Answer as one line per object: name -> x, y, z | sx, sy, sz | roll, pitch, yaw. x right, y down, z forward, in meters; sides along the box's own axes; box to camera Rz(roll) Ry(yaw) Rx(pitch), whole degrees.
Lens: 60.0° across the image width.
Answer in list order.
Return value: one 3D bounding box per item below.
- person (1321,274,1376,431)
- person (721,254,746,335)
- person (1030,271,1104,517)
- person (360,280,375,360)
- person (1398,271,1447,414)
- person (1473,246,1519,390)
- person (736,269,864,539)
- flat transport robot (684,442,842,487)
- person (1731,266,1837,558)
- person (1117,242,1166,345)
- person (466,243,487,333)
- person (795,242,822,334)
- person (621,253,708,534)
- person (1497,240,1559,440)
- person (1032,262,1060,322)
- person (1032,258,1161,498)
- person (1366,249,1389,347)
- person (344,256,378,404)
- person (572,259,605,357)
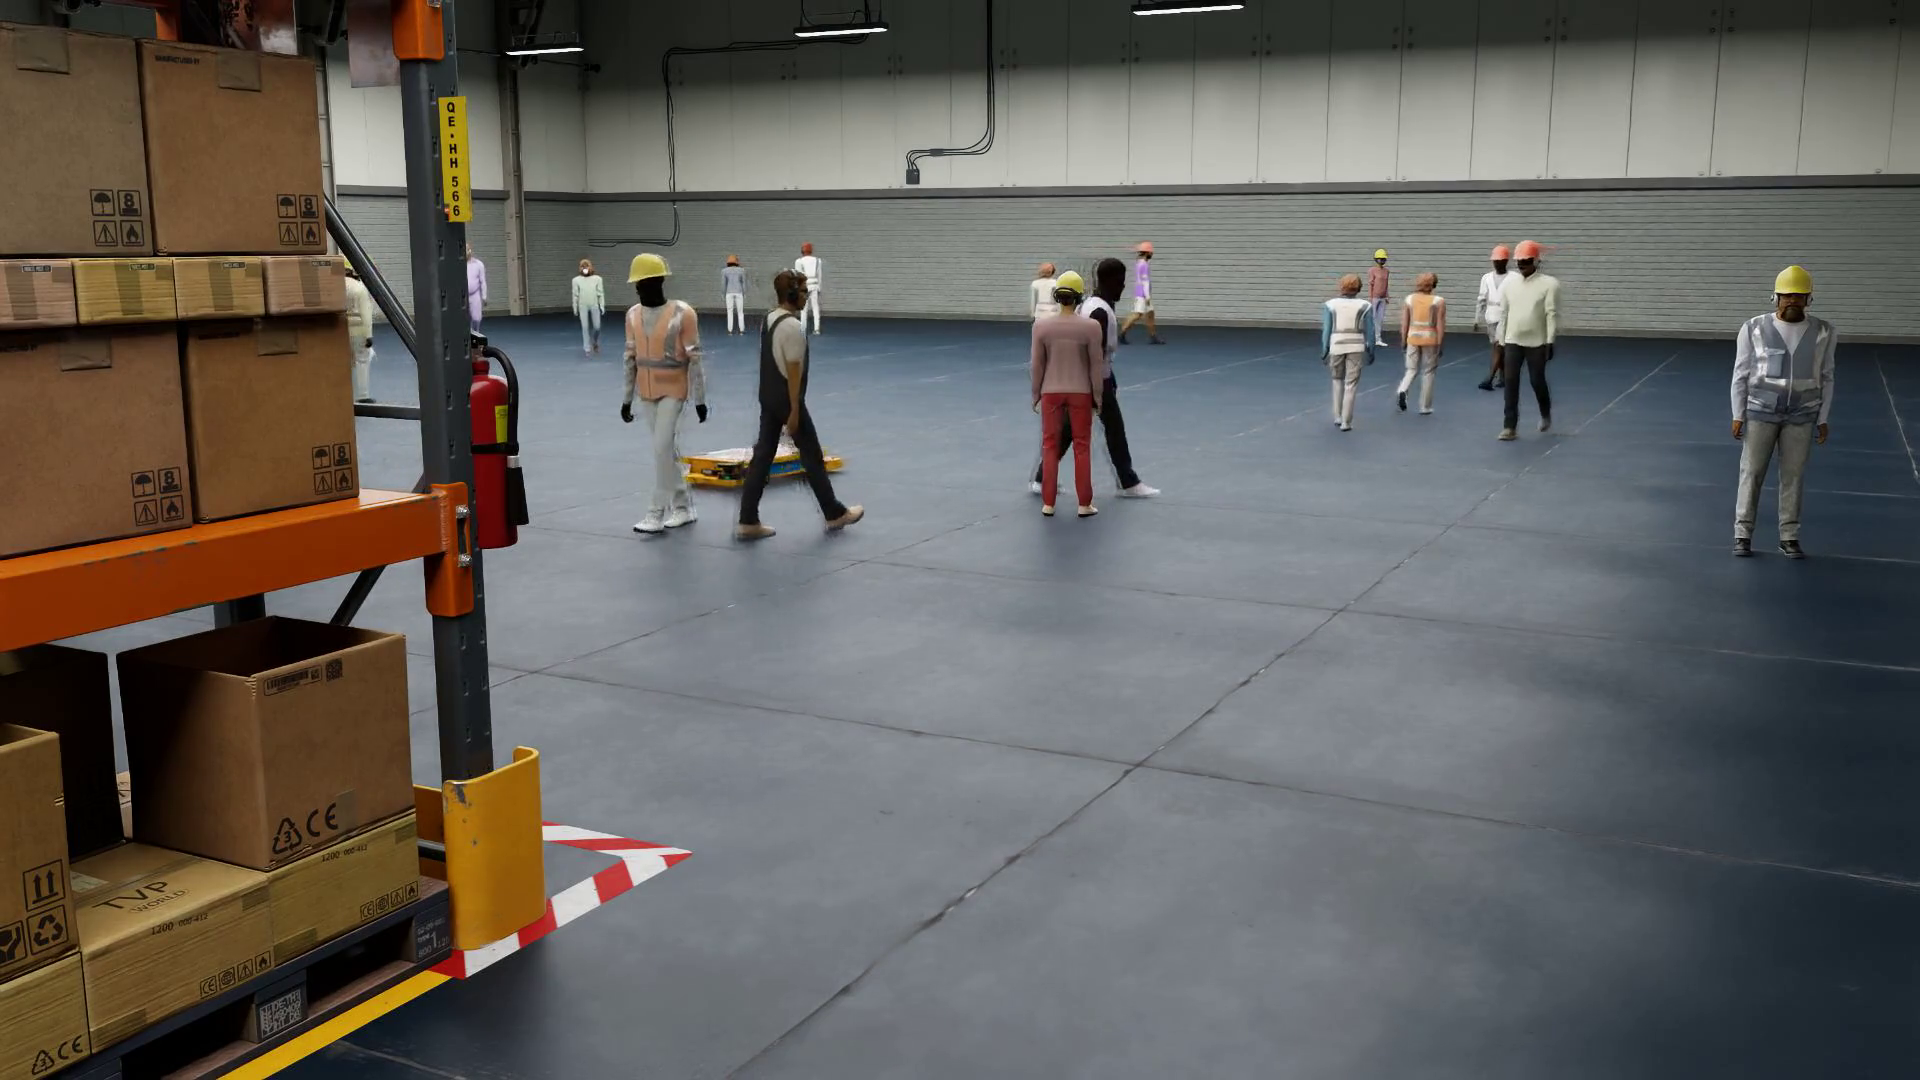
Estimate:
person -> 4.091, -1.963, 17.428 | 0.539, 1.608, 0.775 | 5, 12, 26
person -> -4.600, -4.989, 33.862 | 0.499, 1.633, 0.289 | -1, 10, -6
person -> 0.774, -1.045, 11.996 | 0.533, 1.767, 0.327 | 2, 11, 11
person -> -9.363, -3.582, 25.940 | 0.677, 1.727, 0.499 | 6, 12, 30
person -> 5.184, -2.208, 18.714 | 0.524, 1.619, 0.576 | 8, 13, 38
person -> 7.089, -2.919, 21.905 | 0.567, 1.883, 1.012 | 10, 14, 42
person -> -1.126, -0.912, 11.187 | 0.957, 1.795, 0.540 | -8, 13, -37
flat transport robot -> -1.677, -0.639, 13.857 | 0.652, 0.197, 1.431 | 7, 12, 33
person -> 5.161, -0.797, 10.455 | 0.589, 1.833, 0.404 | 3, 11, 14
person -> 3.326, -4.540, 30.665 | 0.927, 1.908, 0.549 | 0, 10, 1
person -> -8.719, -4.307, 29.423 | 0.672, 1.892, 0.454 | -3, 11, -18
person -> -3.111, -5.154, 34.116 | 0.577, 1.887, 0.384 | -4, 11, -23
person -> -2.107, -0.980, 11.294 | 0.603, 1.887, 0.857 | 6, 12, 30
person -> 5.653, -1.987, 16.549 | 0.623, 1.976, 0.760 | 8, 13, 38
person -> 1.301, -3.307, 24.714 | 0.520, 1.629, 0.367 | 5, 11, 24
person -> 1.036, -1.243, 12.847 | 0.988, 1.861, 0.695 | -1, 10, -3
person -> 7.644, -4.418, 30.386 | 0.525, 1.769, 0.309 | -7, 13, -34
person -> -7.198, -2.470, 19.628 | 0.608, 1.812, 0.521 | 5, 11, 23
person -> -6.191, -3.858, 27.708 | 0.532, 1.621, 0.341 | -2, 11, -13
